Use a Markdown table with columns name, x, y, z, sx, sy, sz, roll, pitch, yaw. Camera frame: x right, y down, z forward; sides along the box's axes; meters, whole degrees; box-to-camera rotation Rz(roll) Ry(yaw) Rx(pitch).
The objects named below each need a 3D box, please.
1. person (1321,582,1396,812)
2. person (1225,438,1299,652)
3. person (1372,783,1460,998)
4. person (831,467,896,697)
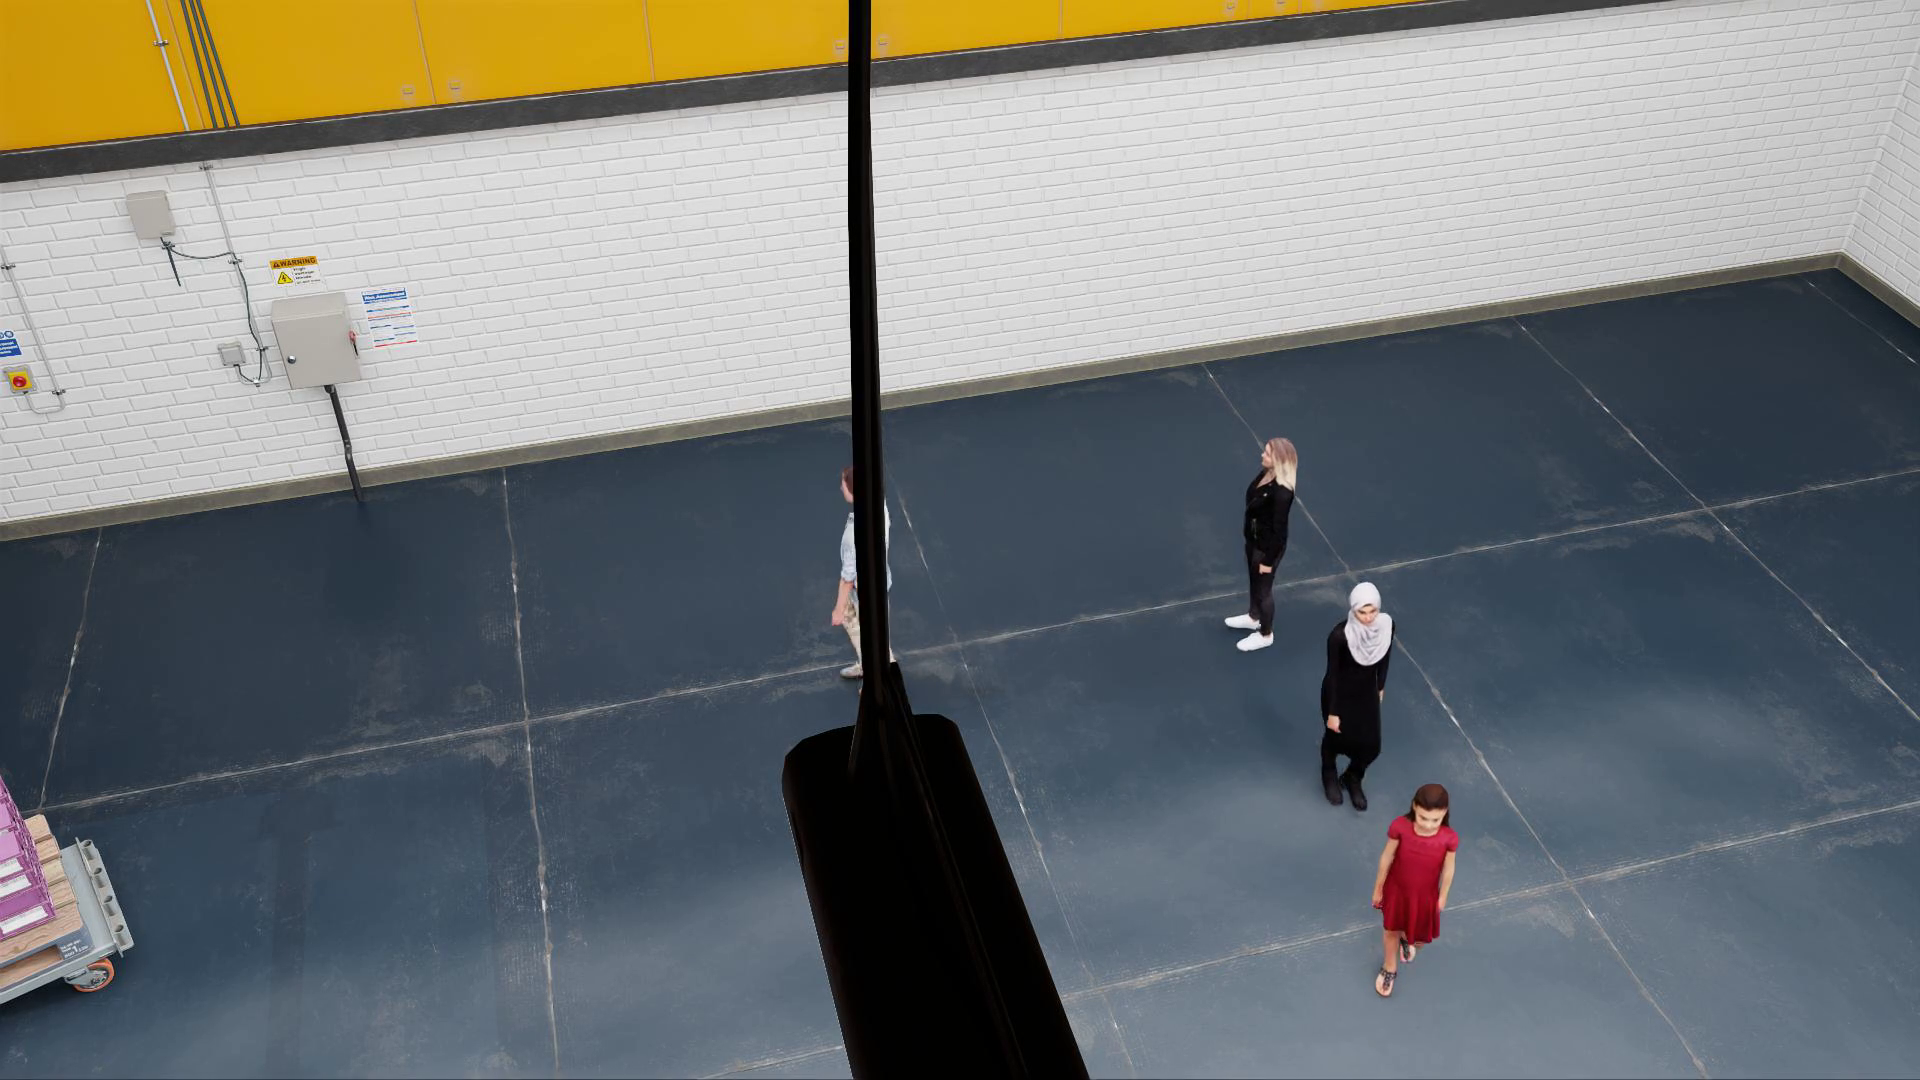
| name | x | y | z | sx | sy | sz | roll | pitch | yaw |
| --- | --- | --- | --- | --- | --- | --- | --- | --- | --- |
| person | 2.294 | 0.896 | 10.005 | 0.598 | 1.761 | 0.617 | -10 | 40 | -13 |
| person | 2.081 | 0.019 | 11.162 | 0.714 | 1.687 | 0.533 | -2 | 39 | -2 |
| person | 2.460 | 1.820 | 9.023 | 0.743 | 1.542 | 0.837 | 11 | 40 | 14 |
| person | -0.504 | 0.324 | 10.667 | 0.823 | 1.828 | 0.735 | 3 | 39 | 3 |
